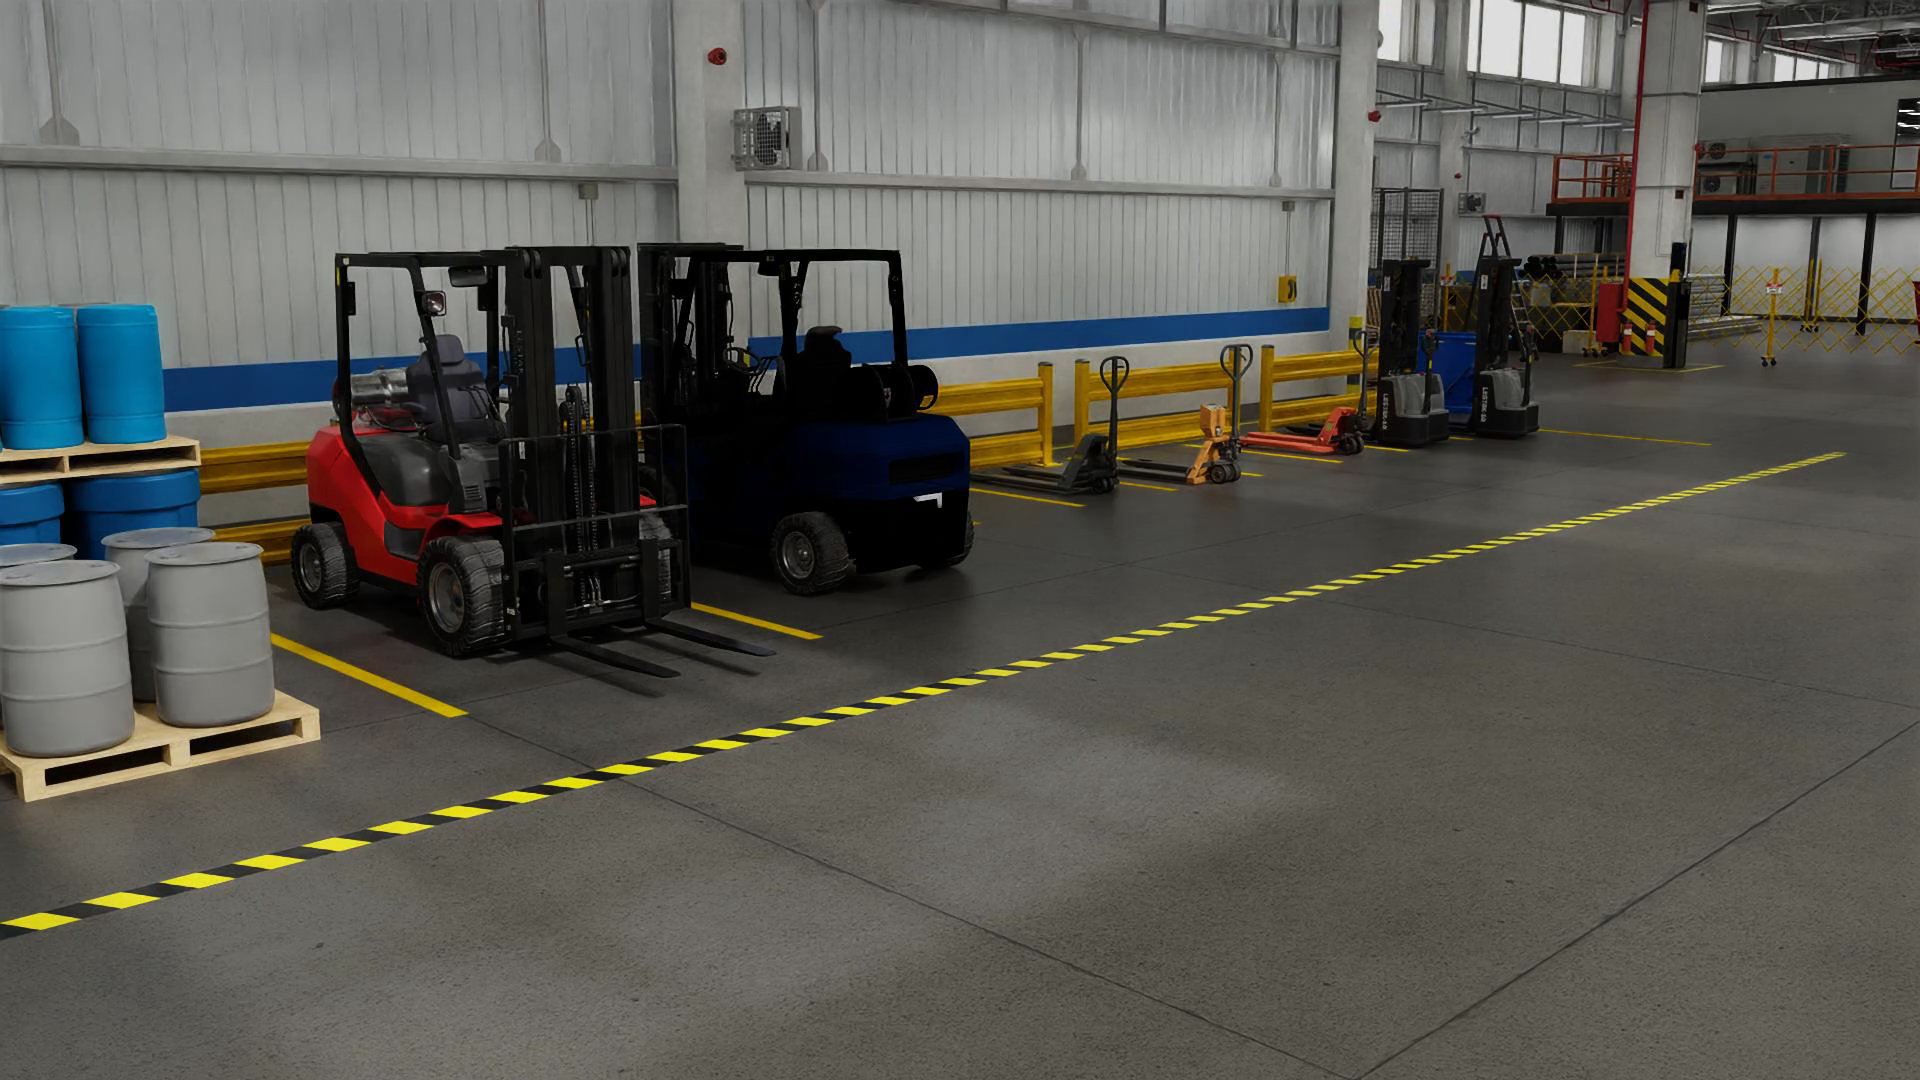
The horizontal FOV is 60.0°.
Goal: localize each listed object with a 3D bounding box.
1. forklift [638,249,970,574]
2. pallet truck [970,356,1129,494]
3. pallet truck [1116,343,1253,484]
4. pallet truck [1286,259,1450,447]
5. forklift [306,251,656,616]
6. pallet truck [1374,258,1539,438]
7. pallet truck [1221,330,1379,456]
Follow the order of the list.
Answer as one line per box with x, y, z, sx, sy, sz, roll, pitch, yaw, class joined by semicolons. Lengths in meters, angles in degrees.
-1.173;-0.958;11.239;2.680;1.987;1.157;10;14;43;forklift
0.784;-1.085;14.876;0.680;1.201;1.601;-10;14;-44;pallet truck
1.962;-1.215;15.415;1.522;1.261;0.704;10;14;43;pallet truck
4.493;-2.078;18.196;0.823;1.965;1.885;-9;14;-40;pallet truck
-2.833;-0.669;9.694;1.157;1.987;2.680;-10;14;-44;forklift
5.704;-2.208;18.901;1.885;1.965;0.823;10;14;43;pallet truck
3.563;-1.581;17.381;0.653;1.274;1.630;-10;14;-44;pallet truck
